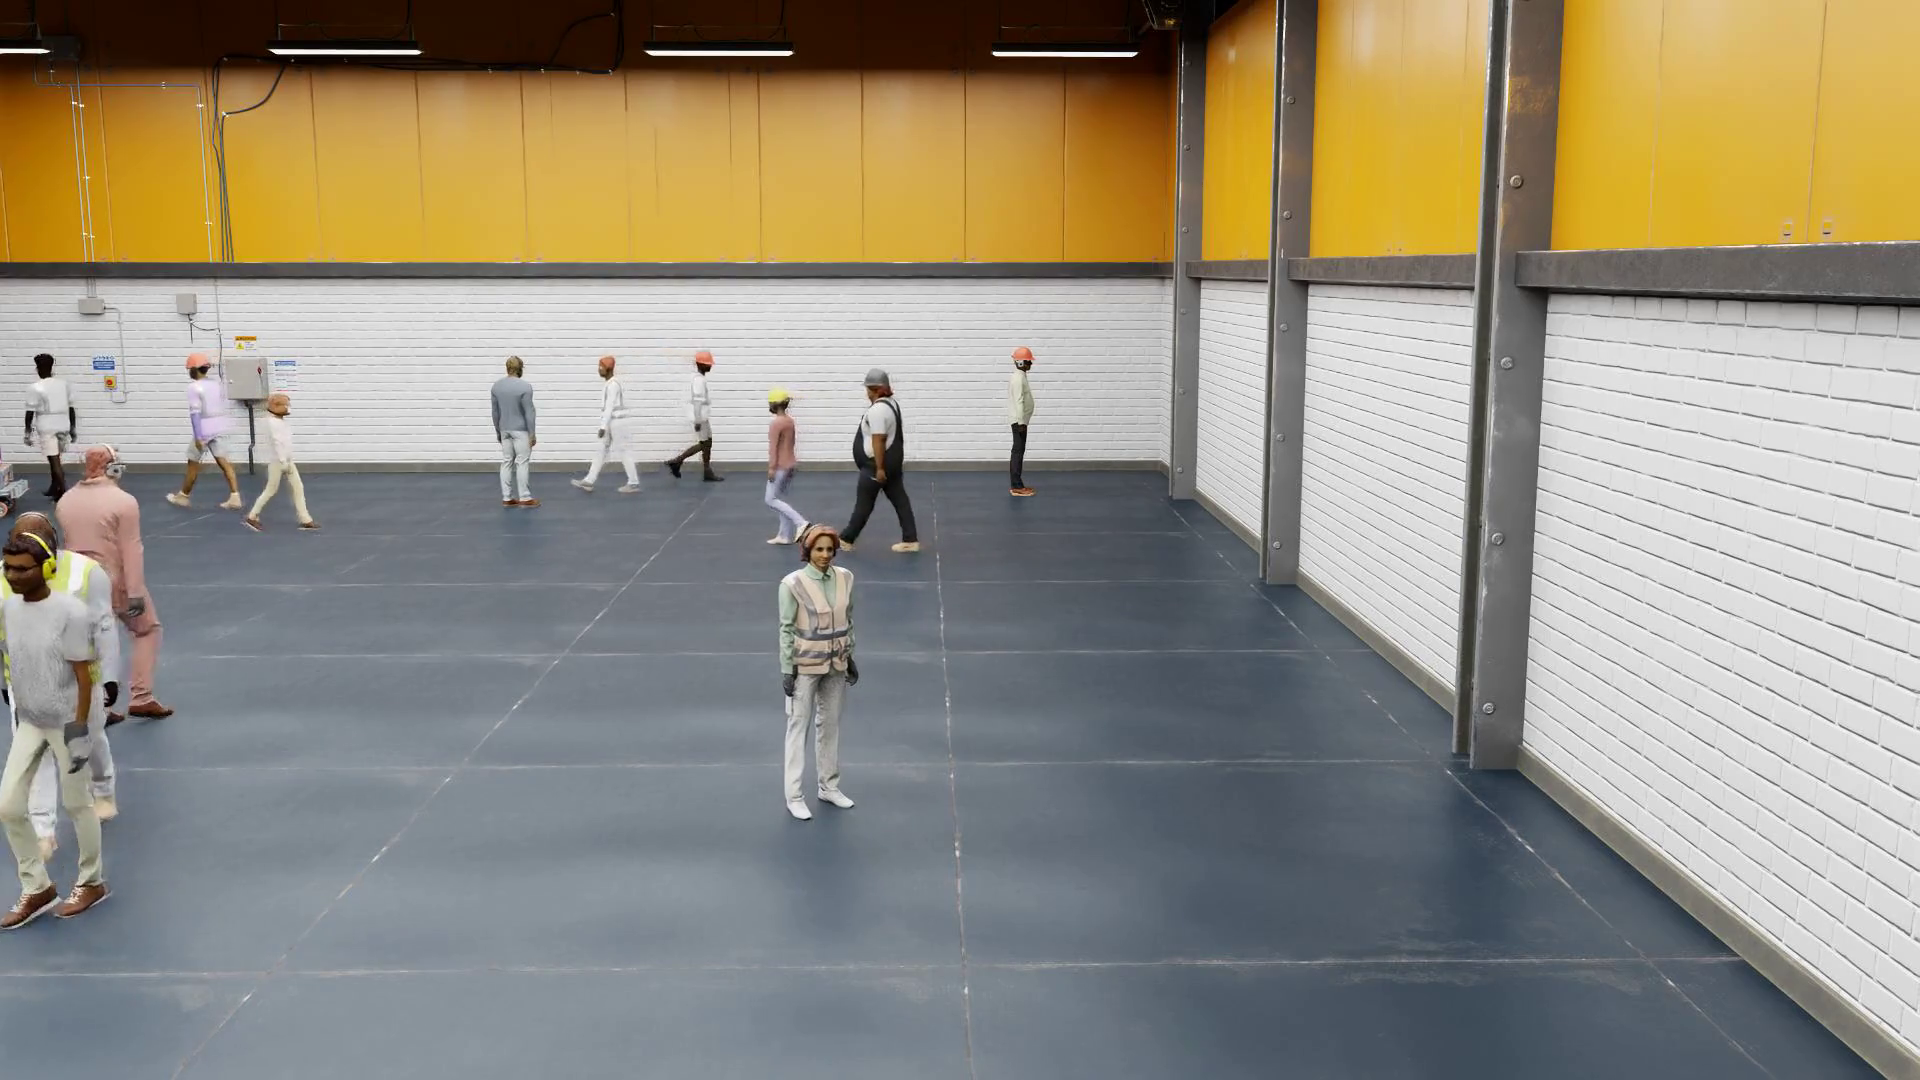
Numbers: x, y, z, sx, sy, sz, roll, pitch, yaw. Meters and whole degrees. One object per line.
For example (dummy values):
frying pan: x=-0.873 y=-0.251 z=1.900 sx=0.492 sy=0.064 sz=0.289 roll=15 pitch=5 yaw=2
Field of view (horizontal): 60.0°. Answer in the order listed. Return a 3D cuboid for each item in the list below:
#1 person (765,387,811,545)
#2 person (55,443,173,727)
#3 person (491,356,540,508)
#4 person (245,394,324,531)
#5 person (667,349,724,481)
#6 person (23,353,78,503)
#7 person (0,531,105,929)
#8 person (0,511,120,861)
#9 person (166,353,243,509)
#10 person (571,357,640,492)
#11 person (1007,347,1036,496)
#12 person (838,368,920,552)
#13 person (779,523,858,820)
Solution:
person: x=-1.898 y=-0.789 z=18.144 sx=0.483 sy=1.747 sz=0.535 roll=3 pitch=10 yaw=17
person: x=-5.601 y=0.298 z=11.056 sx=0.667 sy=1.885 sz=0.651 roll=3 pitch=10 yaw=17
person: x=-5.644 y=-1.366 z=21.117 sx=0.635 sy=1.936 sz=0.355 roll=4 pitch=10 yaw=24
person: x=-7.887 y=-0.897 z=19.255 sx=0.825 sy=1.598 sz=0.495 roll=0 pitch=9 yaw=2
person: x=-3.759 y=-1.751 z=23.599 sx=0.701 sy=1.914 sz=0.561 roll=-1 pitch=9 yaw=-6
person: x=-11.850 y=-1.439 z=21.538 sx=0.797 sy=1.939 sz=0.630 roll=4 pitch=10 yaw=24
person: x=-4.235 y=0.877 z=7.640 sx=0.540 sy=1.841 sz=0.649 roll=2 pitch=10 yaw=13
person: x=-4.780 y=0.712 z=8.828 sx=0.648 sy=1.803 sz=0.884 roll=-3 pitch=10 yaw=-18
person: x=-9.545 y=-1.362 z=20.968 sx=1.076 sy=1.984 sz=0.624 roll=3 pitch=10 yaw=17
person: x=-4.798 y=-1.544 z=22.489 sx=0.960 sy=1.835 sz=0.601 roll=-3 pitch=10 yaw=-16
person: x=0.822 y=-1.591 z=22.318 sx=0.381 sy=1.994 sz=0.615 roll=0 pitch=9 yaw=0
person: x=-0.889 y=-0.877 z=17.799 sx=1.039 sy=2.000 sz=0.693 roll=3 pitch=10 yaw=19
person: x=-0.786 y=0.719 z=9.249 sx=0.521 sy=1.636 sz=0.311 roll=-9 pitch=13 yaw=-42
